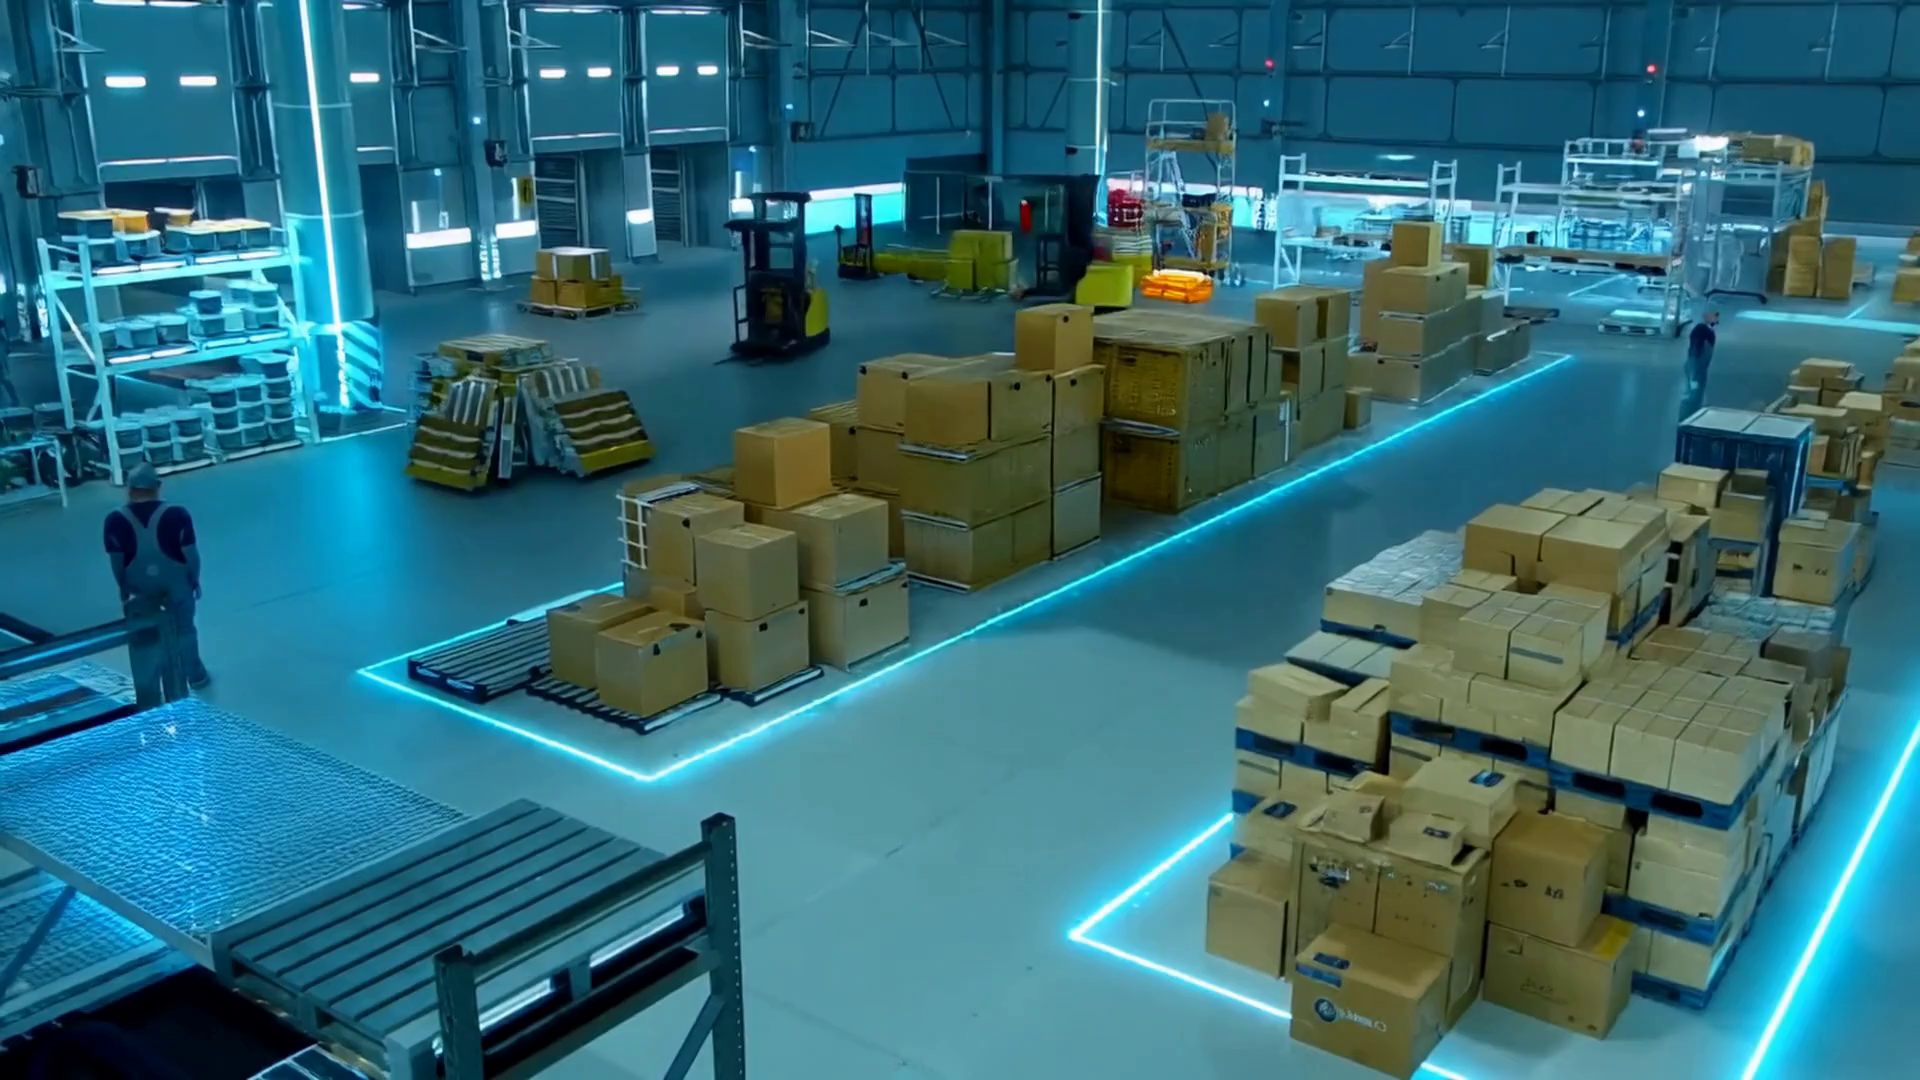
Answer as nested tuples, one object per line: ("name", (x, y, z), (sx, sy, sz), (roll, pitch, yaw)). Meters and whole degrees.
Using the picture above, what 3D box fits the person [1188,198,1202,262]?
("person", (5.709, -7.457, 40.478), (0.318, 1.698, 0.539), (-2, 17, -7))

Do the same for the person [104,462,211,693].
("person", (-6.796, 0.326, 14.124), (0.688, 2.000, 0.539), (-5, 17, -16))

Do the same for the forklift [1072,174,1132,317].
("forklift", (2.470, -5.821, 33.050), (1.873, 2.768, 1.129), (3, 17, 10))

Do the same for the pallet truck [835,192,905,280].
("pallet truck", (-1.936, -7.159, 38.982), (1.885, 1.965, 0.823), (-12, 21, -34))

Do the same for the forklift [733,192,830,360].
("forklift", (-3.157, -4.737, 29.458), (1.129, 2.768, 1.873), (6, 18, 19))

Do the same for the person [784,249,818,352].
("person", (-2.837, -4.308, 29.665), (0.639, 1.928, 0.369), (-9, 19, -27))

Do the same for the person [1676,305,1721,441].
("person", (10.222, -2.297, 23.014), (0.387, 1.931, 0.623), (11, 20, 32))

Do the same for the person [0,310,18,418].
("person", (-14.213, -2.766, 24.563), (0.384, 1.924, 0.605), (-7, 18, -22))
